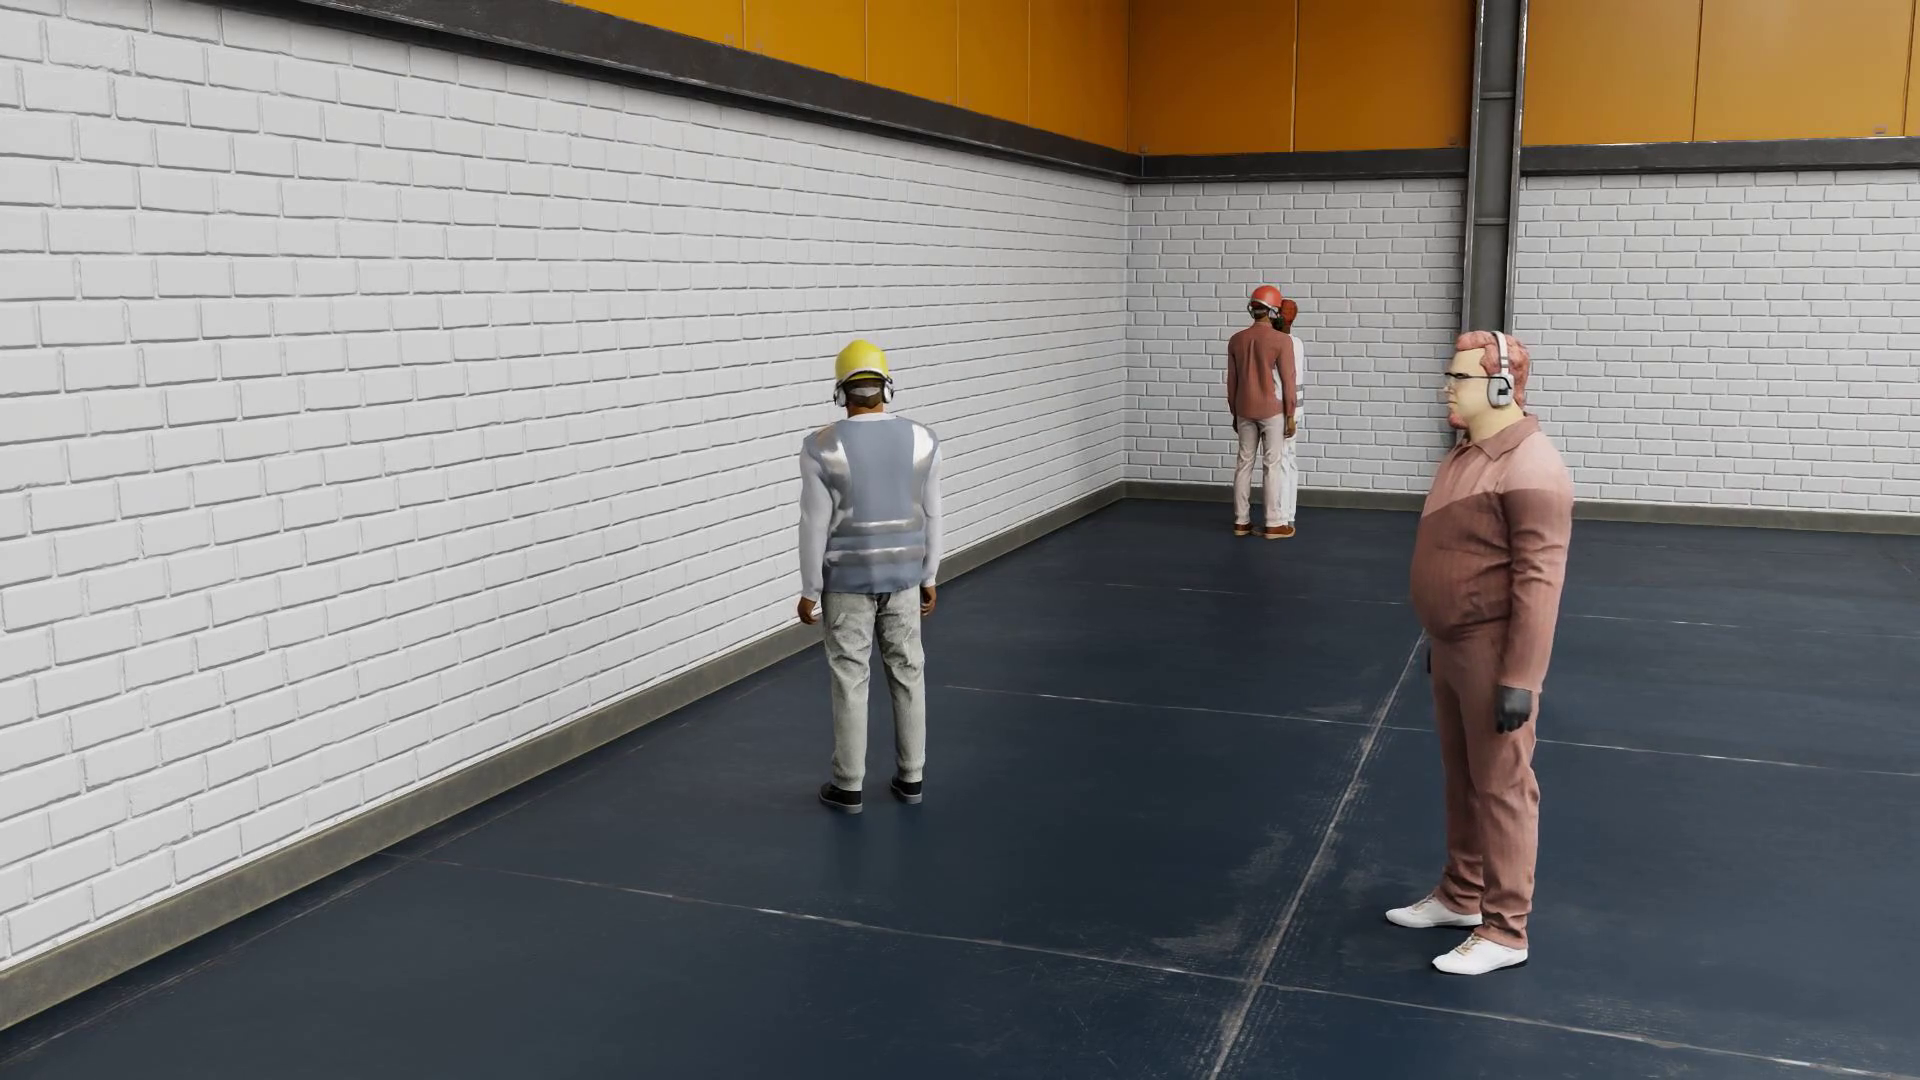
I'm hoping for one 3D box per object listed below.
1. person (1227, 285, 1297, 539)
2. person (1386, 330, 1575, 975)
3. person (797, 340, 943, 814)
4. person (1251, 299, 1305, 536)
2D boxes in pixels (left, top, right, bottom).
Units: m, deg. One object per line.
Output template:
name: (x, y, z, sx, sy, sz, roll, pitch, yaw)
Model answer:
person: (2.391, -1.008, 13.134, 0.611, 1.994, 0.379, 8, 12, 42)
person: (1.543, 0.334, 4.979, 0.402, 1.911, 0.639, 0, 9, -3)
person: (-0.356, 0.145, 6.437, 0.588, 1.822, 0.403, -4, 10, -24)
person: (2.540, -0.967, 13.221, 0.355, 1.885, 0.575, 4, 10, 26)
